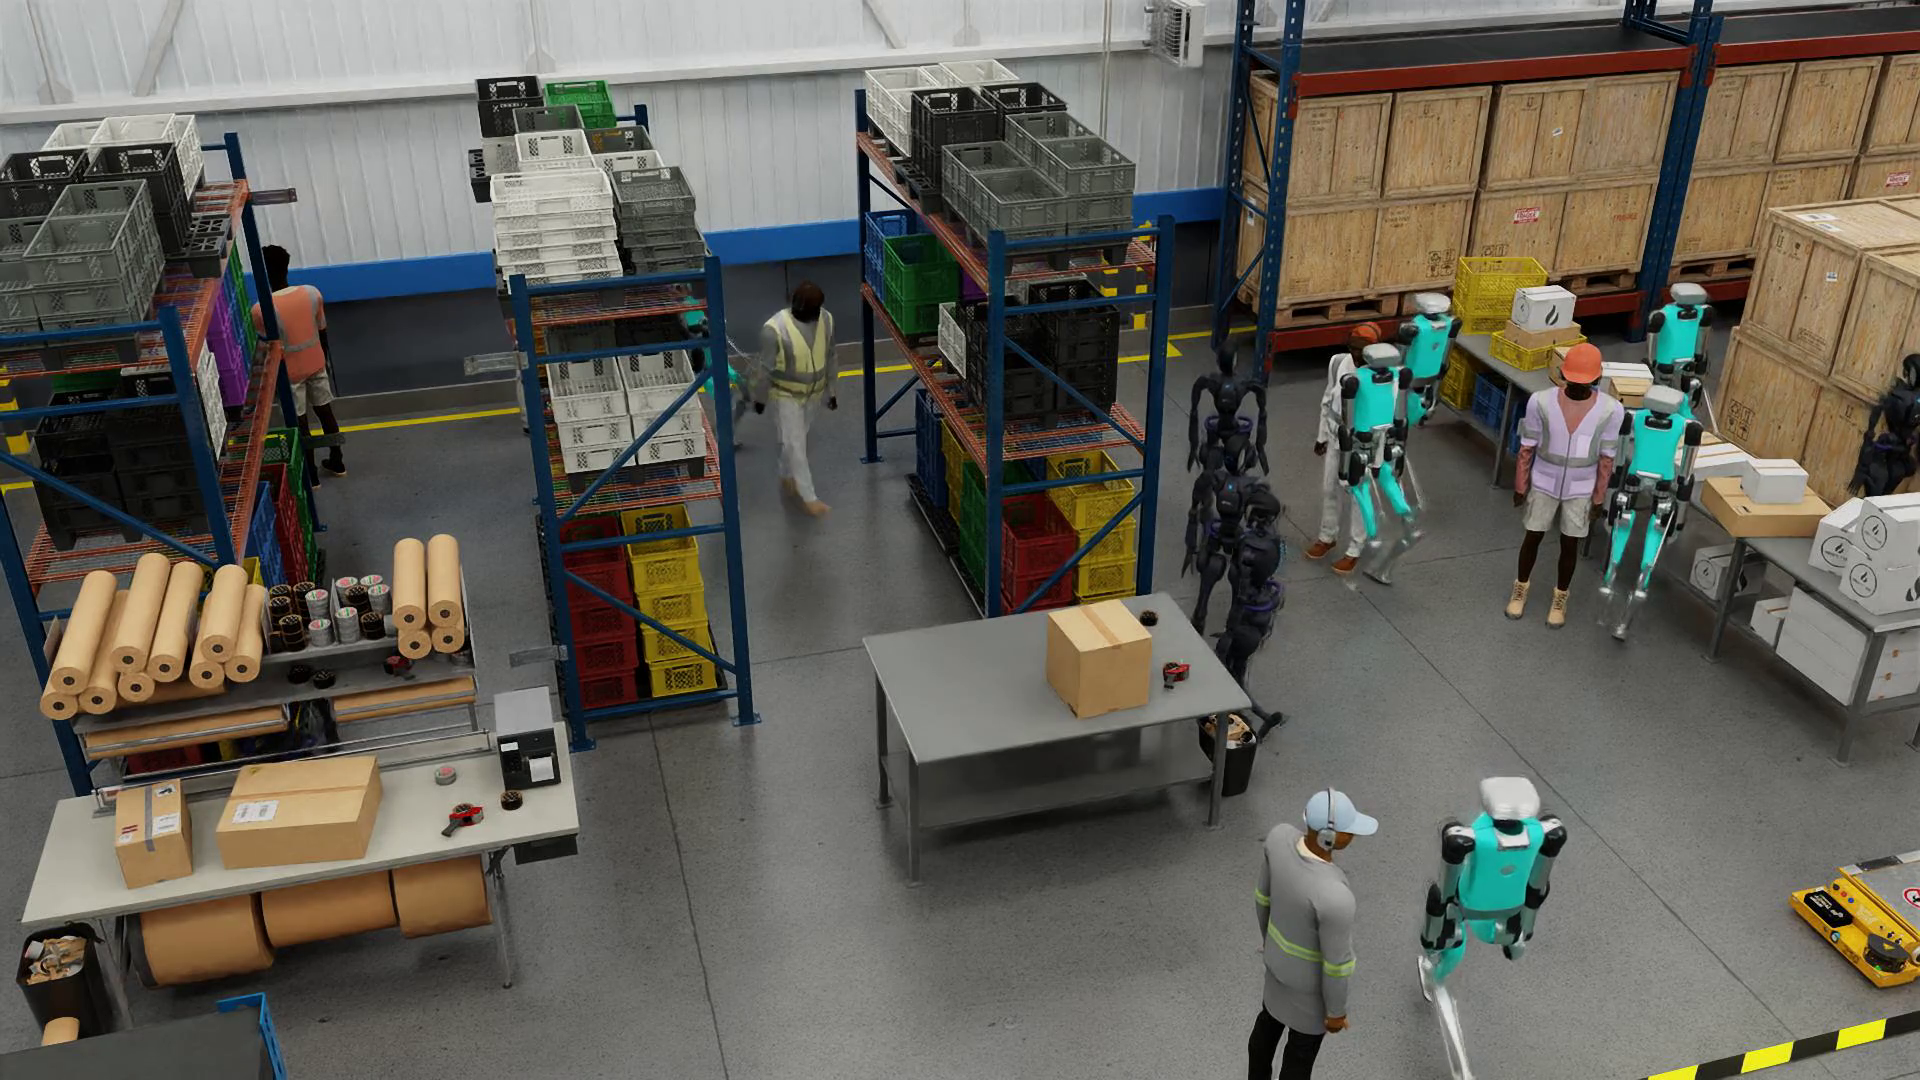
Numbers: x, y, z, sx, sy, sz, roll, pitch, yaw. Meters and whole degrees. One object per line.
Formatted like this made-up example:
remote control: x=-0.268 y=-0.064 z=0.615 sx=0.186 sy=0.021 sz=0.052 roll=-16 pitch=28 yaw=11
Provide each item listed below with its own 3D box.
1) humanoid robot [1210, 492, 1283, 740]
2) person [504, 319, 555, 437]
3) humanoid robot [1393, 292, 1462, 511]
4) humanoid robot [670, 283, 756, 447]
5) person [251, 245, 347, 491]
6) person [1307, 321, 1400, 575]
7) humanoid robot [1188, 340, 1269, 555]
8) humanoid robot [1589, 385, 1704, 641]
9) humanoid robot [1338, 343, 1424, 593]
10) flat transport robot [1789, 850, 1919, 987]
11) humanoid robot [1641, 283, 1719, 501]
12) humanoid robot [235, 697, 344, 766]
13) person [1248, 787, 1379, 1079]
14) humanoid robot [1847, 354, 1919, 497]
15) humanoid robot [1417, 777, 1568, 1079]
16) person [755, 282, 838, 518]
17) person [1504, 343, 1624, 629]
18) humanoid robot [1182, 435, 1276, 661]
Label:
humanoid robot: x=1.752 y=0.449 z=9.875 sx=0.429 sy=1.646 sz=0.583 roll=13 pitch=31 yaw=22
person: x=-3.526 y=-1.739 z=13.704 sx=0.404 sy=1.829 sz=0.589 roll=6 pitch=29 yaw=11
humanoid robot: x=3.294 y=-1.150 z=12.787 sx=0.537 sy=1.773 sz=1.023 roll=-13 pitch=31 yaw=-22
humanoid robot: x=-1.931 y=-1.474 z=13.302 sx=0.656 sy=1.775 sz=0.549 roll=7 pitch=30 yaw=12
person: x=-5.108 y=-1.326 z=12.813 sx=0.368 sy=1.966 sz=0.602 roll=17 pitch=33 yaw=27
person: x=2.759 y=-0.659 z=11.693 sx=0.367 sy=1.881 sz=0.578 roll=-22 pitch=36 yaw=-34
humanoid robot: x=1.935 y=-0.666 z=11.959 sx=0.604 sy=1.619 sz=0.781 roll=7 pitch=30 yaw=13
humanoid robot: x=4.382 y=-0.053 z=10.792 sx=0.556 sy=1.849 sz=0.676 roll=15 pitch=32 yaw=26
humanoid robot: x=2.910 y=-0.442 z=11.407 sx=0.531 sy=1.756 sz=0.697 roll=-10 pitch=30 yaw=-18
flat transport robot: x=5.163 y=1.916 z=8.676 sx=1.431 sy=0.231 sz=0.659 roll=-8 pitch=30 yaw=-14
humanoid robot: x=5.405 y=-0.937 z=12.450 sx=0.540 sy=1.891 sz=0.725 roll=-6 pitch=29 yaw=-12
humanoid robot: x=-3.478 y=1.119 z=8.690 sx=0.607 sy=1.633 sz=0.722 roll=4 pitch=29 yaw=7
person: x=1.503 y=1.834 z=7.181 sx=0.386 sy=1.849 sz=0.596 roll=-11 pitch=31 yaw=-19
humanoid robot: x=6.599 y=-0.528 z=11.684 sx=0.607 sy=1.634 sz=0.713 roll=-7 pitch=30 yaw=-13
humanoid robot: x=2.305 y=1.669 z=7.674 sx=0.534 sy=1.754 sz=1.070 roll=-3 pitch=29 yaw=-5
person: x=-1.161 y=-1.072 z=12.541 sx=0.680 sy=1.786 sz=0.912 roll=-24 pitch=37 yaw=-36
person: x=3.966 y=-0.352 z=10.980 sx=0.598 sy=2.035 sz=0.401 roll=11 pitch=30 yaw=18
humanoid robot: x=1.711 y=0.100 z=10.549 sx=0.608 sy=1.656 sz=0.561 roll=12 pitch=31 yaw=21
